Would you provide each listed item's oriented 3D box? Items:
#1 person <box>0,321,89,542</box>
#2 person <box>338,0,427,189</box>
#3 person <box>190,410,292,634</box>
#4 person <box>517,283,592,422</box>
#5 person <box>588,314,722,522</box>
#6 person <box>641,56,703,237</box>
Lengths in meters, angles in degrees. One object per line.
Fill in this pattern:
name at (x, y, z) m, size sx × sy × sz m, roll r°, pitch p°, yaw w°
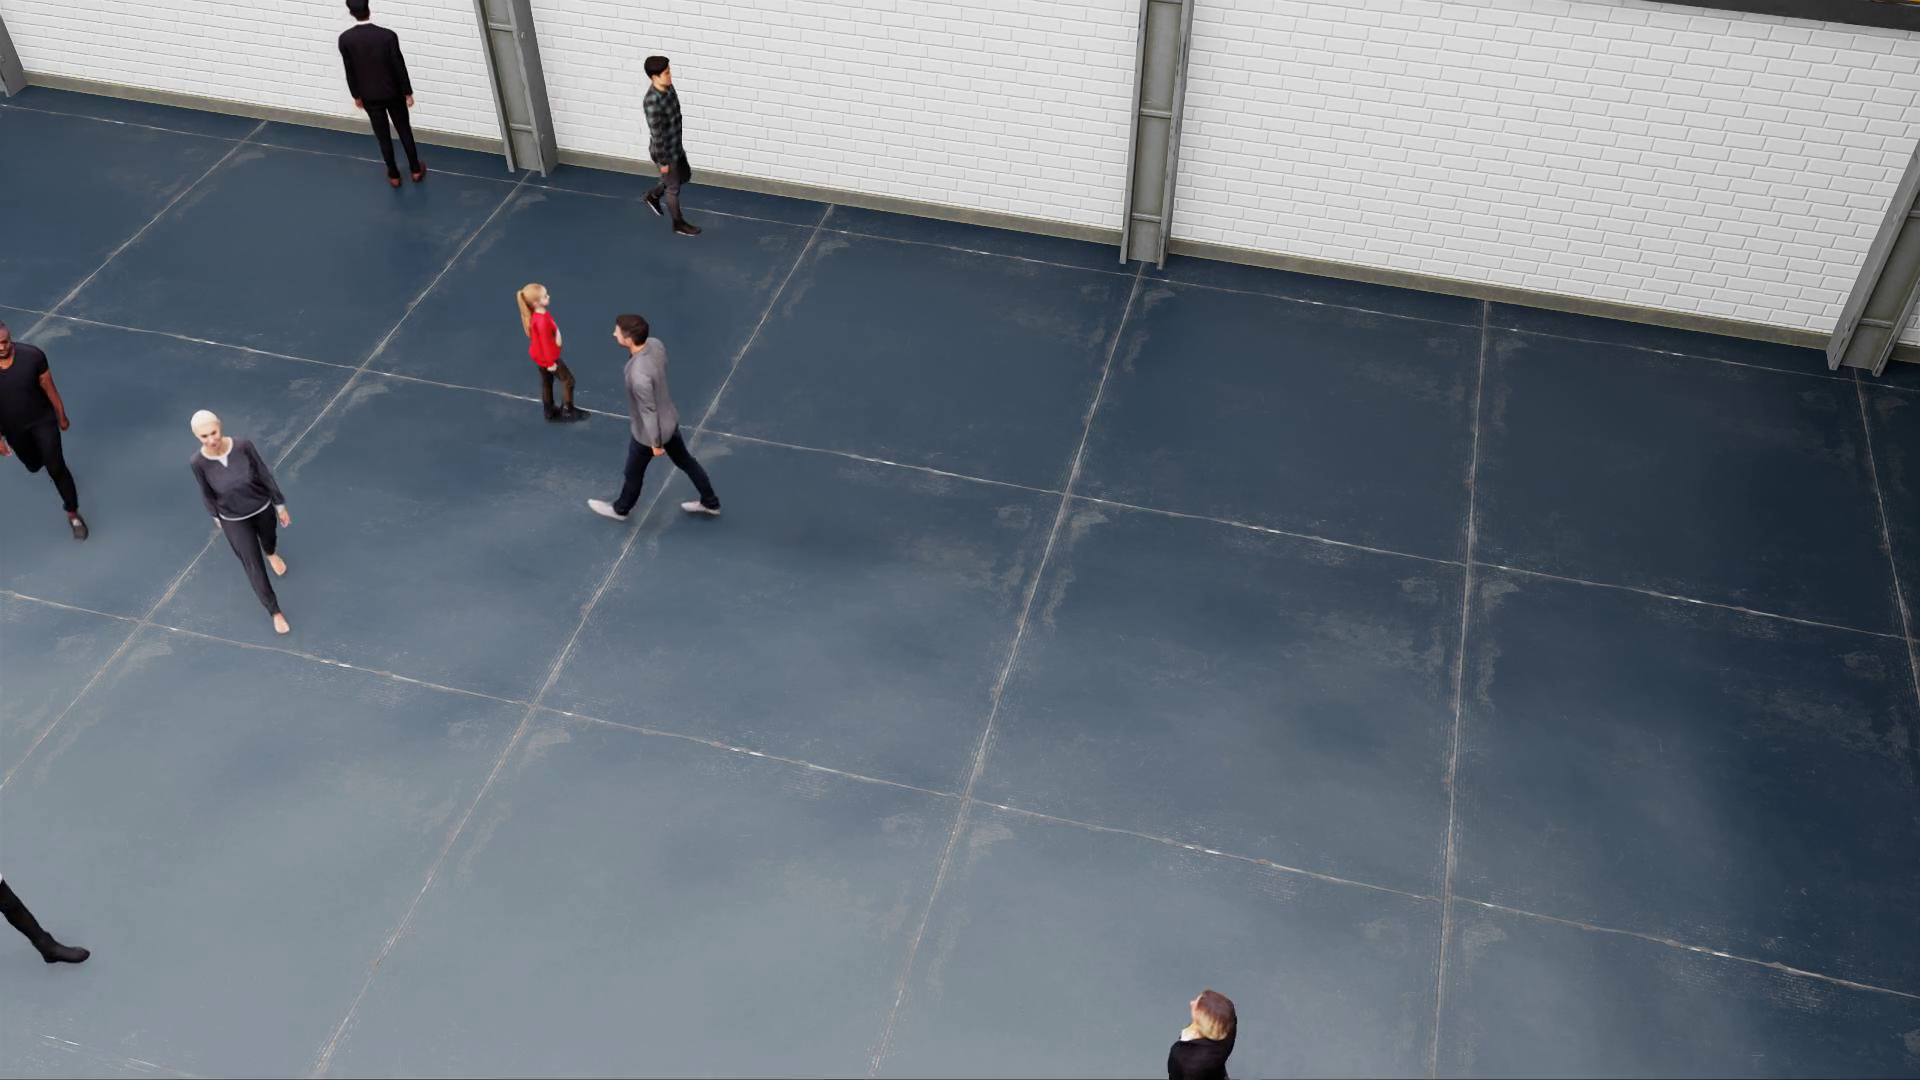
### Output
person at (-6.690, -0.870, 11.941) m, size 1.148 × 1.790 × 1.168 m, roll -15°, pitch 46°, yaw -15°
person at (-5.337, -4.109, 15.279) m, size 0.732 × 1.875 × 0.865 m, roll -10°, pitch 44°, yaw -10°
person at (-4.898, -0.262, 11.377) m, size 1.050 × 1.686 × 1.169 m, roll -26°, pitch 49°, yaw -25°
person at (-3.255, -1.427, 12.898) m, size 0.703 × 1.276 × 0.642 m, roll -16°, pitch 46°, yaw -16°
person at (-2.090, -0.809, 11.857) m, size 1.210 × 1.817 × 0.782 m, roll 6°, pitch 44°, yaw 7°
person at (-2.601, -3.436, 14.432) m, size 0.811 × 1.703 × 0.698 m, roll 8°, pitch 44°, yaw 8°
